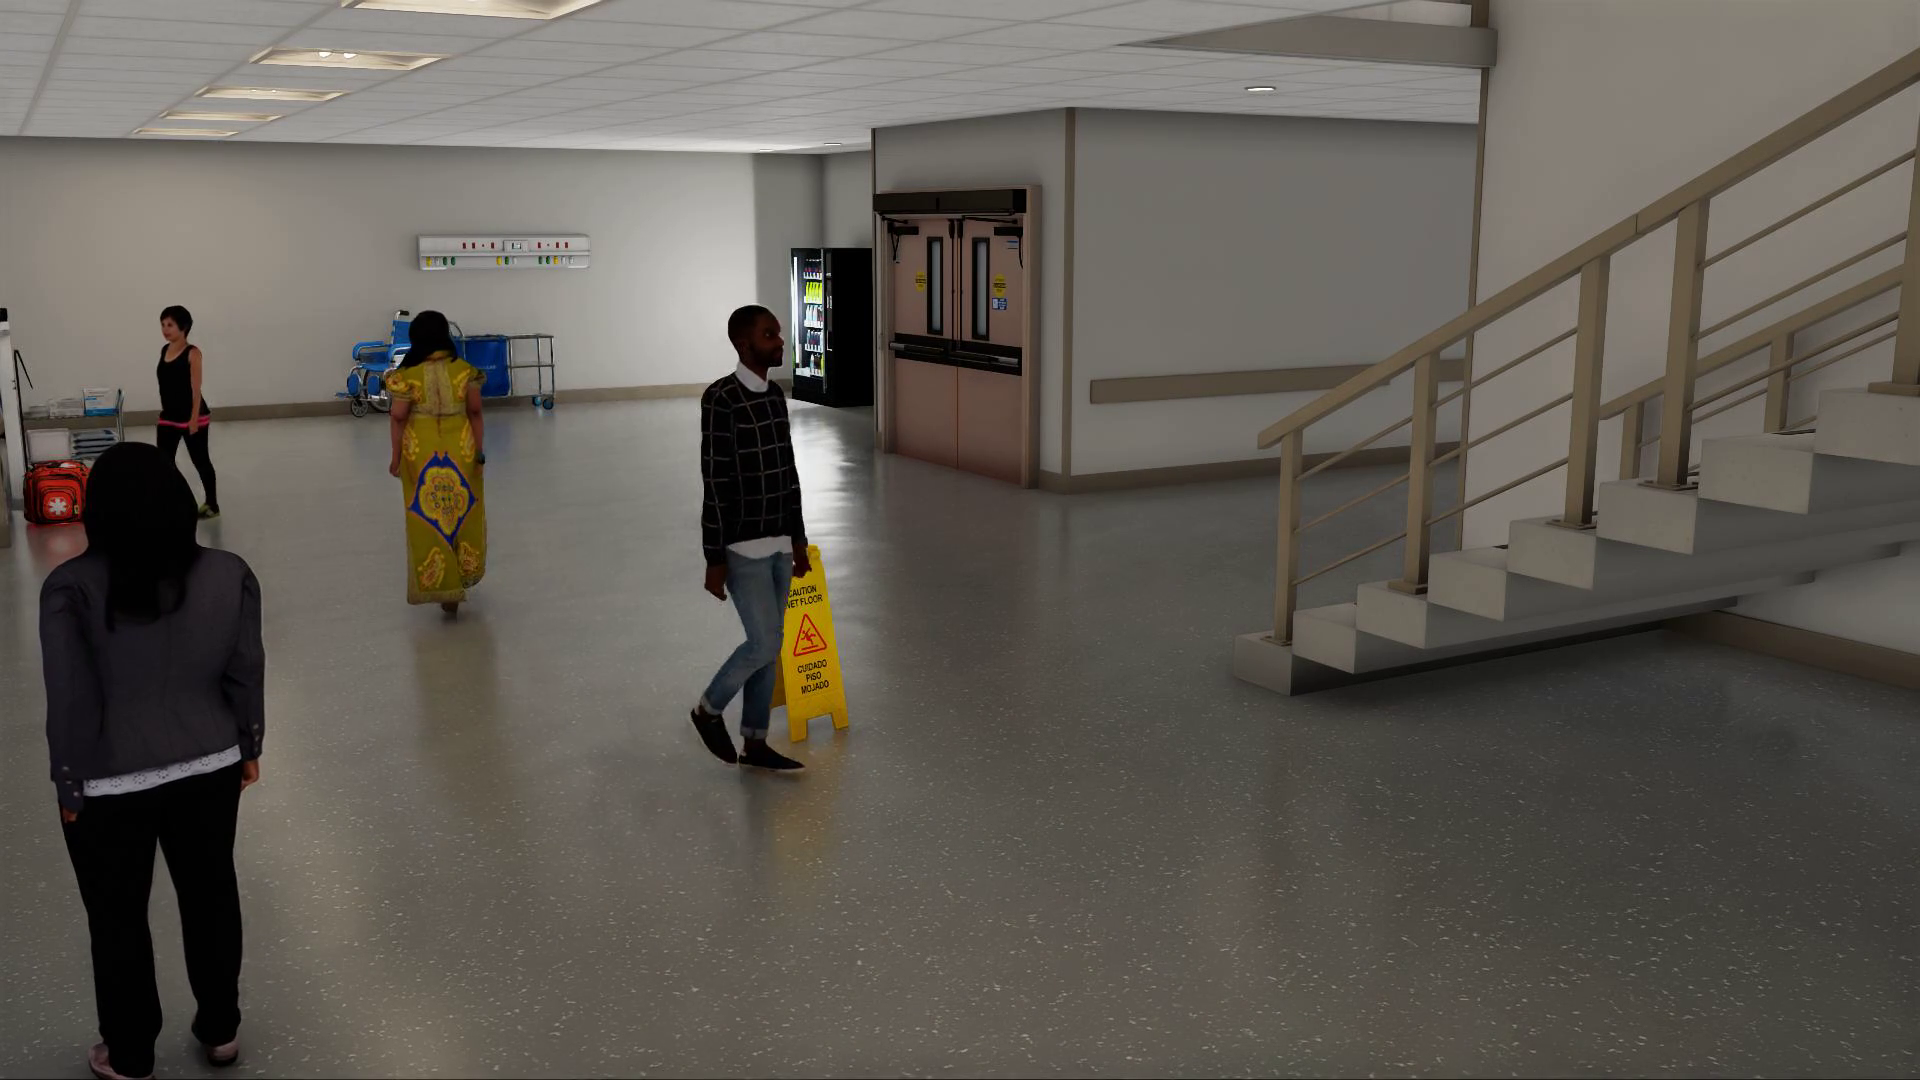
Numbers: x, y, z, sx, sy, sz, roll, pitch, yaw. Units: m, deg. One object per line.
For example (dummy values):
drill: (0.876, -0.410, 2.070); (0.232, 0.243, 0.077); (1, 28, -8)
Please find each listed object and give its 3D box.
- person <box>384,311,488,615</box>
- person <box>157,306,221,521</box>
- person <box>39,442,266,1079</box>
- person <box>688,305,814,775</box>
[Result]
person: (-2.804, -0.404, 9.053); (0.782, 1.631, 1.187); (-8, 13, -36)
person: (-5.502, -0.899, 11.922); (0.887, 1.535, 0.898); (5, 12, 25)
person: (-1.983, 0.554, 4.092); (0.748, 1.599, 0.744); (10, 15, 43)
person: (-0.872, 0.011, 6.380); (0.910, 1.813, 0.861); (5, 12, 26)
